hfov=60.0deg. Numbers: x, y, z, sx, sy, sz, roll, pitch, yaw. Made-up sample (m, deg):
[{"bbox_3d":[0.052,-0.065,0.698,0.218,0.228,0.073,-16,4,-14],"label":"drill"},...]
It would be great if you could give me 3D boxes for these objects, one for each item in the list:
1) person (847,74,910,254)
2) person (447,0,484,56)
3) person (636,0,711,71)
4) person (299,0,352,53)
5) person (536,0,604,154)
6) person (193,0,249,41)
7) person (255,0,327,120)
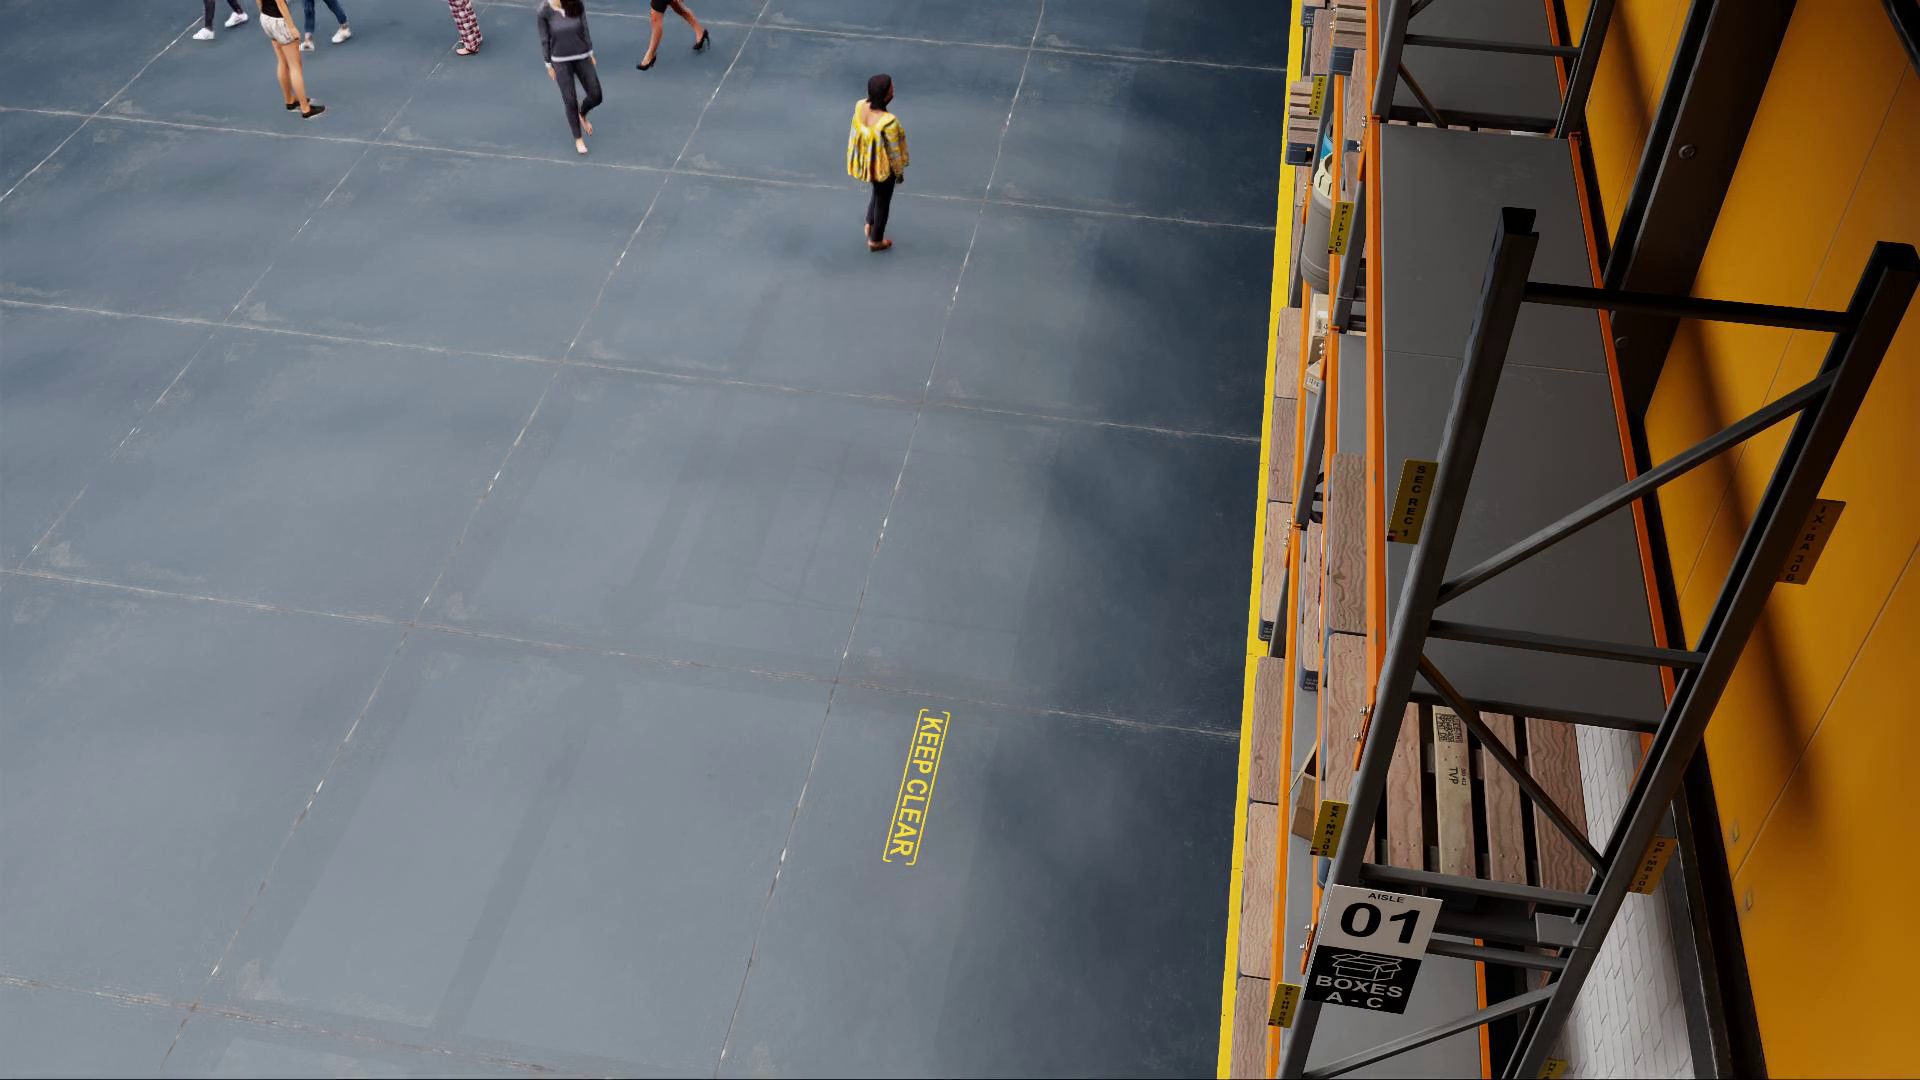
[{"bbox_3d":[-0.762,-3.182,14.215,0.938,1.641,0.885,-32,52,-29],"label":"person"},{"bbox_3d":[-5.168,-5.779,16.898,0.728,1.700,0.523,-2,44,-2],"label":"person"},{"bbox_3d":[-2.897,-5.584,16.745,1.095,1.628,1.058,-25,49,-24],"label":"person"},{"bbox_3d":[-6.551,-5.768,17.069,0.786,1.449,1.012,25,49,24],"label":"person"},{"bbox_3d":[-3.662,-4.506,15.519,0.806,1.760,0.864,-22,48,-22],"label":"person"},{"bbox_3d":[-7.785,-6.154,17.234,0.905,1.780,1.090,23,48,23],"label":"person"},{"bbox_3d":[-6.552,-4.954,15.931,0.674,1.840,0.673,31,51,28],"label":"person"}]
